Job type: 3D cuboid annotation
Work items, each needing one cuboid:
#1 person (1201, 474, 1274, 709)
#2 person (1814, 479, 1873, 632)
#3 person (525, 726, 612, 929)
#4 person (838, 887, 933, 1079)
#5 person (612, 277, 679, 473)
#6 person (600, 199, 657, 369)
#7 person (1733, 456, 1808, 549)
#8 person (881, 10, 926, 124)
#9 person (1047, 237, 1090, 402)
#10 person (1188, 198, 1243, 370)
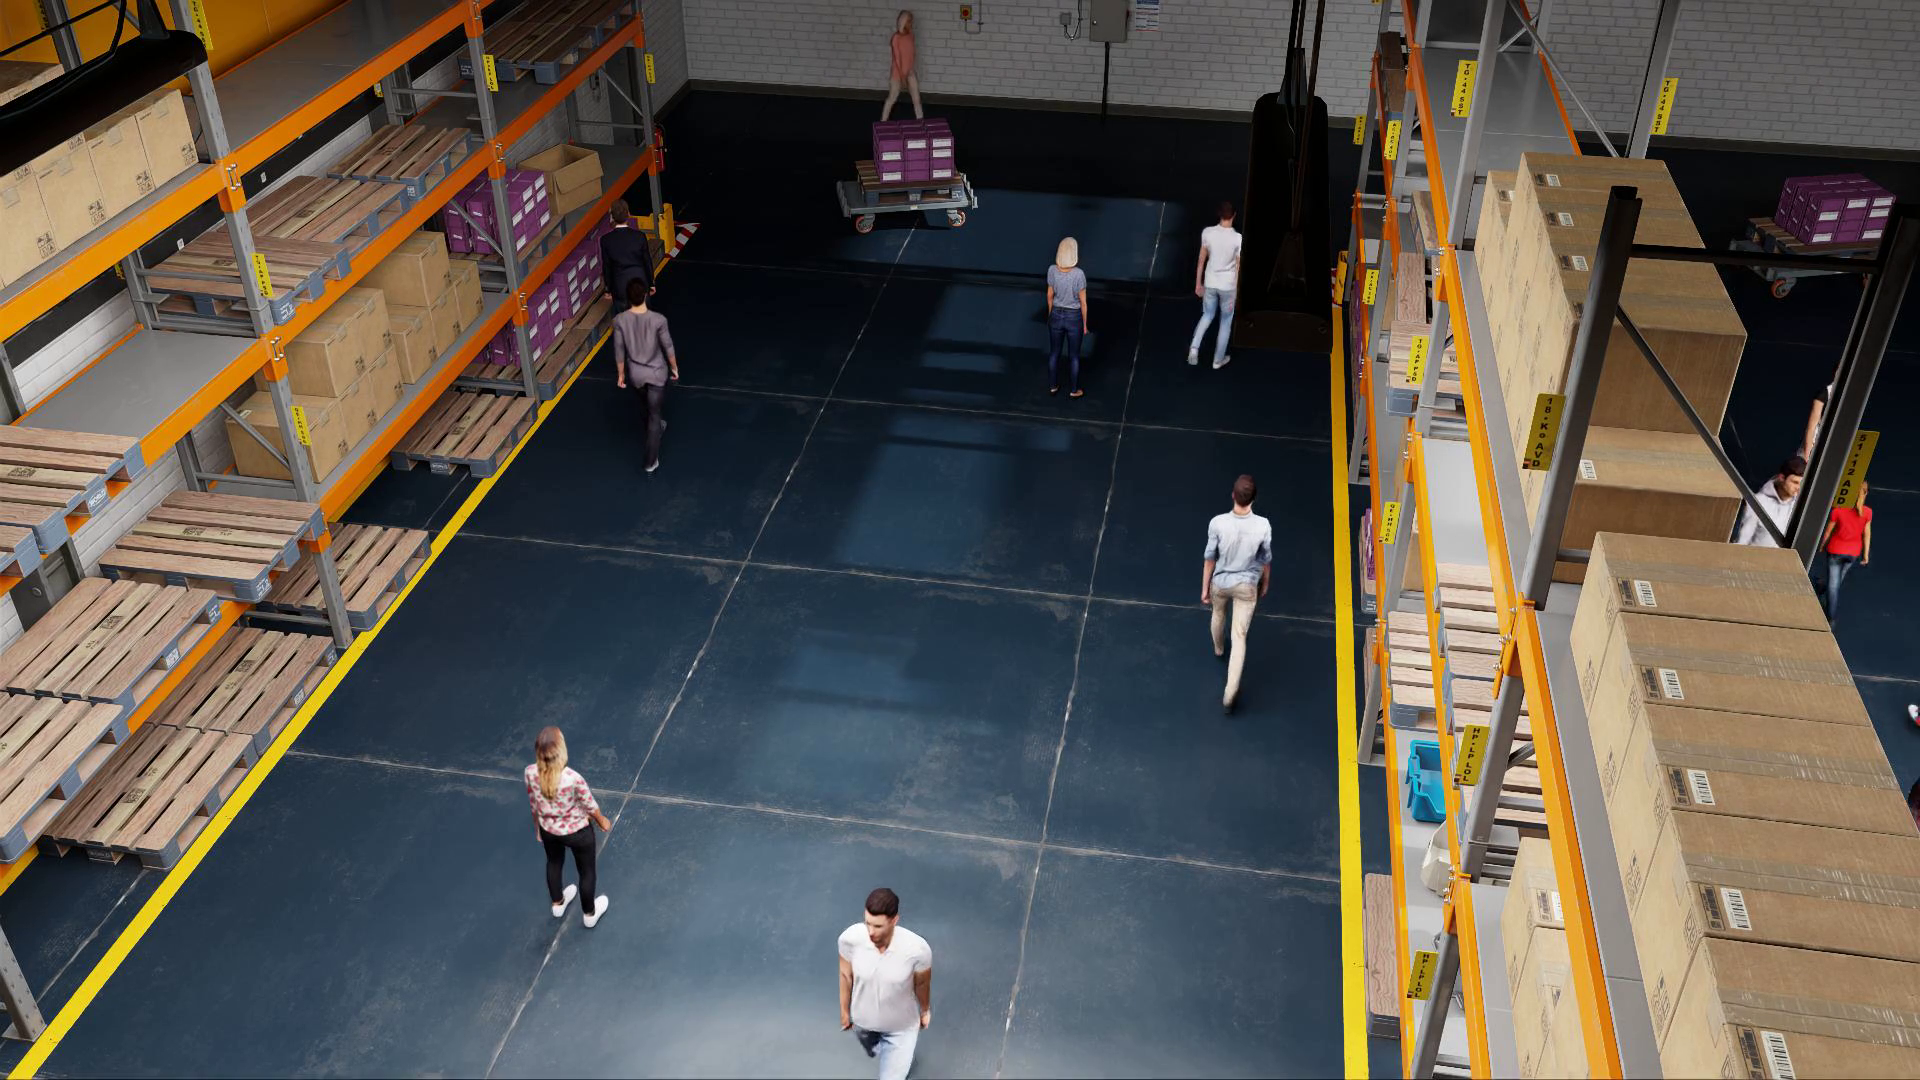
[{"bbox_3d":[2.063,0.404,12.501,0.660,1.807,1.214,6,34,9],"label":"person"},{"bbox_3d":[7.118,0.147,13.369,0.562,1.274,0.877,4,34,6],"label":"person"},{"bbox_3d":[-2.491,1.853,10.483,0.618,1.627,0.615,9,35,13],"label":"person"},{"bbox_3d":[-0.381,2.561,9.239,0.840,1.825,1.258,13,36,19],"label":"person"},{"bbox_3d":[-2.905,-1.494,15.356,0.744,1.807,1.187,3,34,4],"label":"person"},{"bbox_3d":[-3.397,-2.631,17.058,0.765,1.816,0.748,-9,35,-13],"label":"person"},{"bbox_3d":[6.091,0.137,12.823,0.902,1.895,1.291,-2,34,-3],"label":"person"},{"bbox_3d":[-0.861,-6.403,22.861,1.049,1.674,1.162,25,41,32],"label":"person"},{"bbox_3d":[1.055,-2.193,16.483,0.627,1.723,0.593,15,36,21],"label":"person"},{"bbox_3d":[2.604,-2.540,16.902,0.868,1.837,0.998,21,39,29],"label":"person"}]
